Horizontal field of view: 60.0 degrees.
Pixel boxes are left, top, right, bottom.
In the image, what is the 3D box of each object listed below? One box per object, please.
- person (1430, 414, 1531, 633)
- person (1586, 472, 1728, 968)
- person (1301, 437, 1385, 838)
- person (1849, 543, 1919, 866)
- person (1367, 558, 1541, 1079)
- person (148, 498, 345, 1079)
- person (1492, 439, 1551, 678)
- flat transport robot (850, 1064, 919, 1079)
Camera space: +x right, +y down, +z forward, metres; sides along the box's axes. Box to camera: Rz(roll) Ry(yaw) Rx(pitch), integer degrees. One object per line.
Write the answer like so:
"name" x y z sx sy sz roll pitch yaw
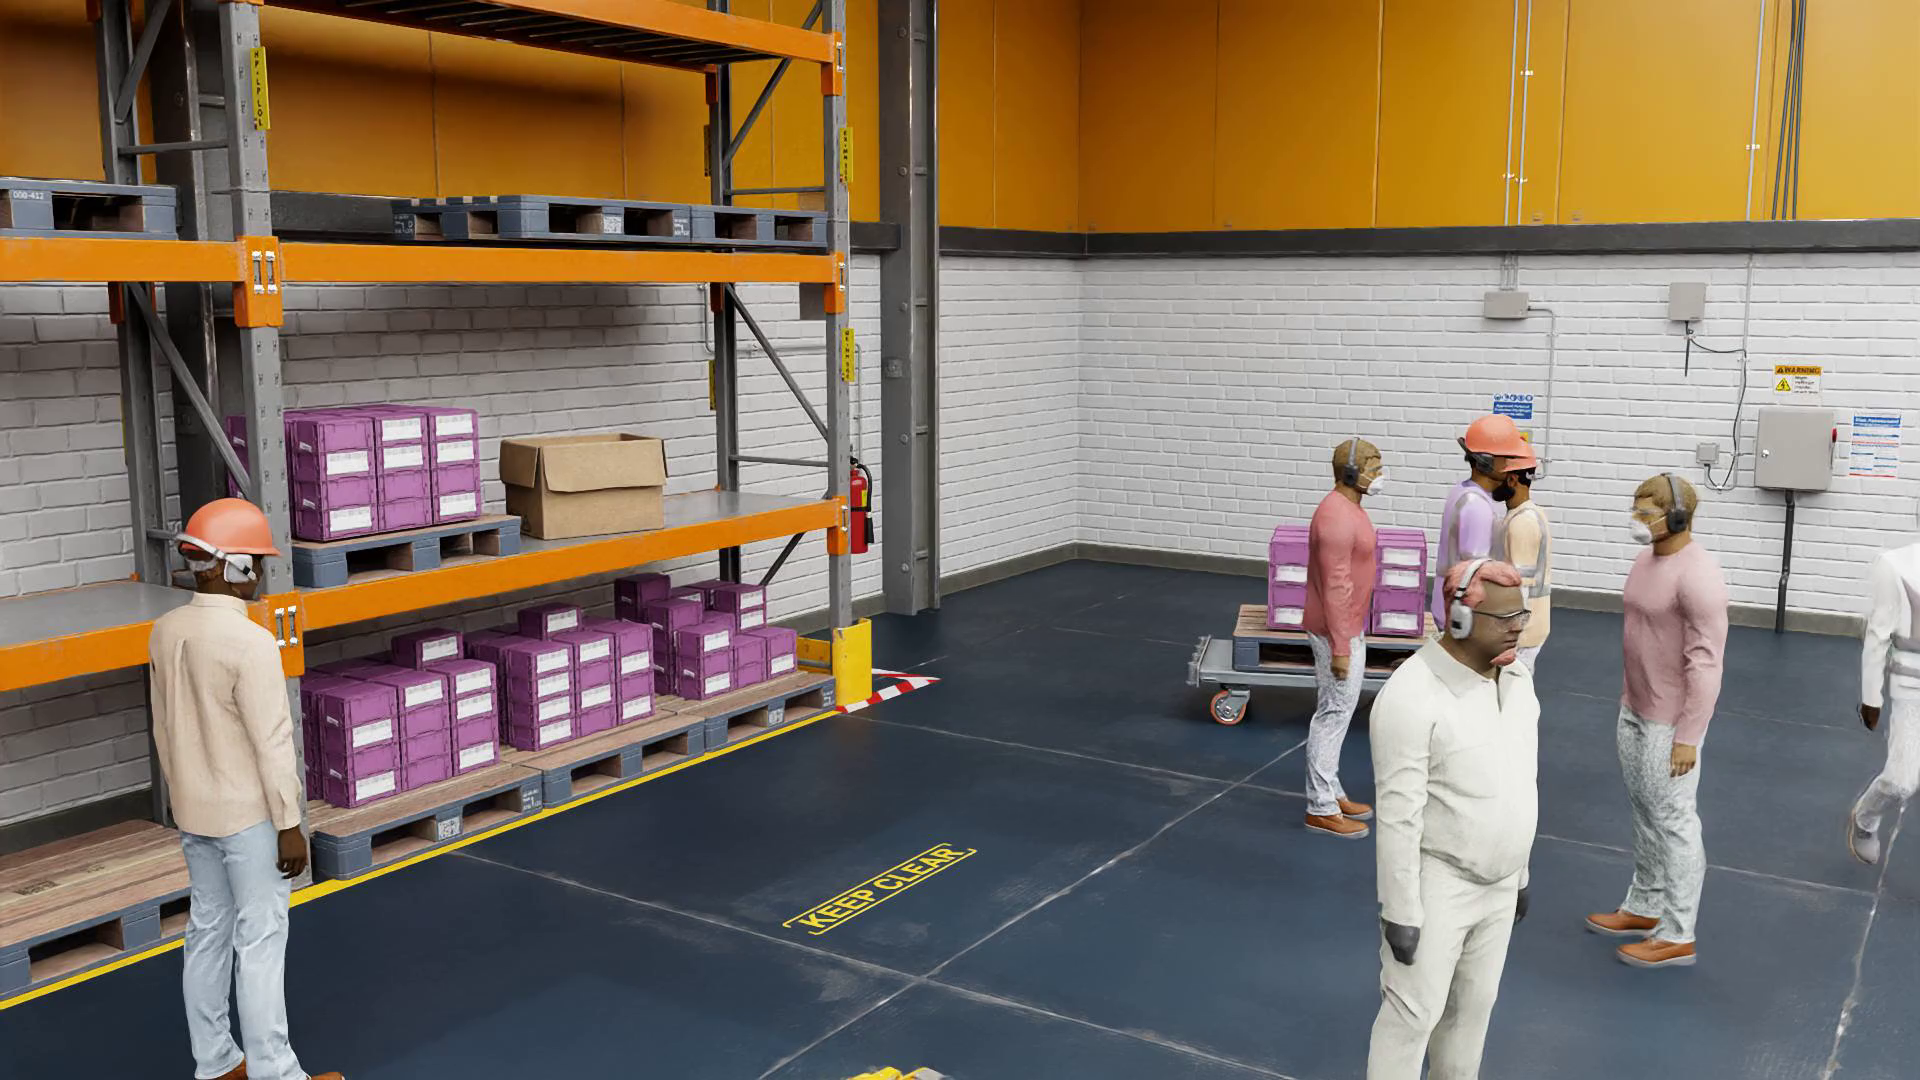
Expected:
"person" 2.552 0.392 8.219 0.439 2.034 0.612 2 9 12
"person" 2.750 0.697 6.523 0.356 1.936 0.635 0 9 1
"person" 1.847 0.461 8.080 0.365 1.933 0.638 3 9 17
"person" 4.148 0.647 7.110 0.582 1.864 0.649 1 9 5
"person" 1.445 0.988 4.780 0.642 1.899 0.394 -7 11 -38
"person" -2.298 0.857 5.310 0.610 1.990 0.390 5 10 32
"person" 2.697 0.449 8.190 0.391 1.923 0.553 3 9 18
"flat transport robot" -0.005 1.814 4.654 1.431 0.197 0.652 8 12 42
